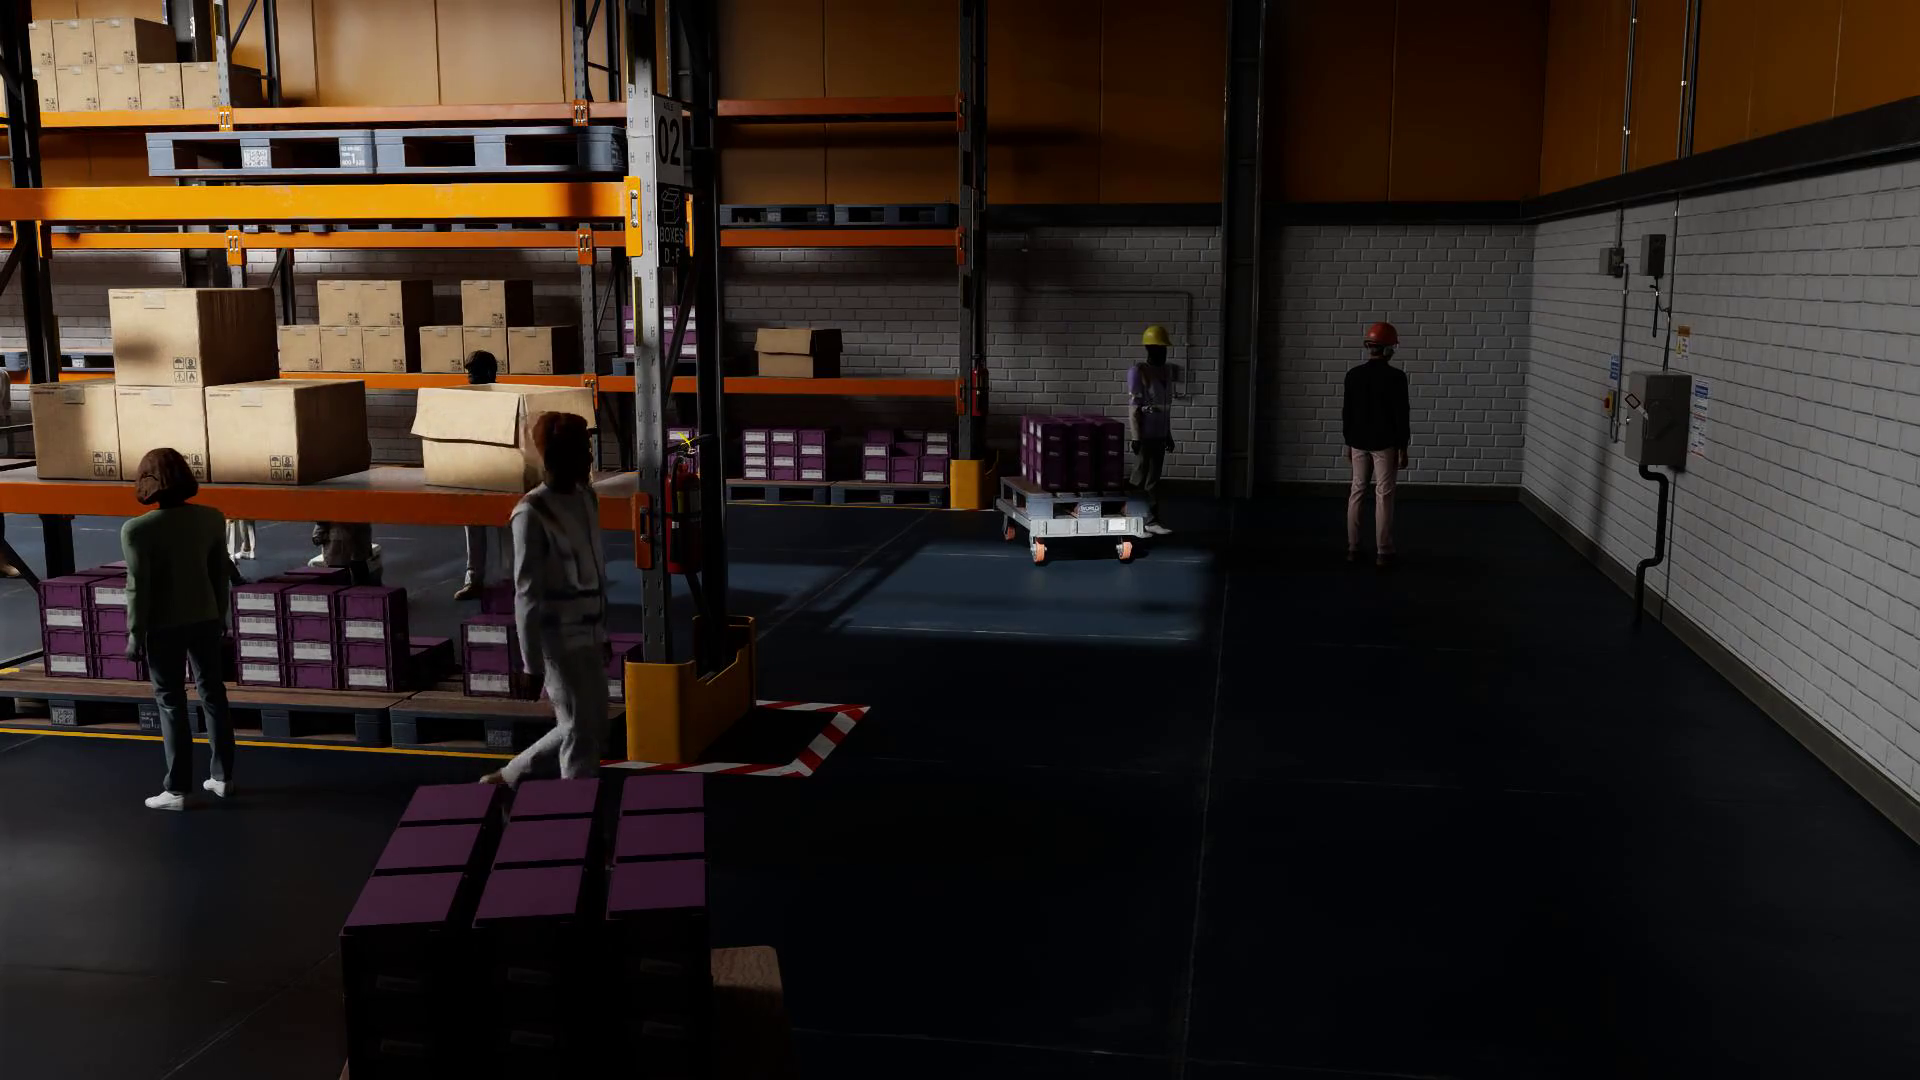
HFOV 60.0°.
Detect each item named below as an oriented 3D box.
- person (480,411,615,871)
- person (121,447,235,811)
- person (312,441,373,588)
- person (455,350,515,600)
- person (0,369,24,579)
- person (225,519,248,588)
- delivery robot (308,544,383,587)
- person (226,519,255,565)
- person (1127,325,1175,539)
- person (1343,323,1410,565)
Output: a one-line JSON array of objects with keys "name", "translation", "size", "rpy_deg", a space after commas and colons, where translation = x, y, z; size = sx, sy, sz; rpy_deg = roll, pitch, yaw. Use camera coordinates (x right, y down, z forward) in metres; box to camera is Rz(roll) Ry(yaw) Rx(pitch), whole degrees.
[{"name": "person", "translation": [-1.639, 0.407, 6.704], "size": [0.651, 1.867, 0.589], "rpy_deg": [2, 9, 11]}, {"name": "person", "translation": [-3.509, 0.397, 7.481], "size": [0.286, 1.633, 0.499], "rpy_deg": [5, 11, 30]}, {"name": "person", "translation": [-3.907, -0.123, 10.513], "size": [0.318, 1.697, 0.535], "rpy_deg": [2, 9, 11]}, {"name": "person", "translation": [-3.475, -0.466, 12.190], "size": [0.633, 1.843, 0.429], "rpy_deg": [2, 9, 13]}, {"name": "person", "translation": [-7.557, -0.676, 12.873], "size": [0.376, 2.043, 0.609], "rpy_deg": [3, 10, 19]}, {"name": "person", "translation": [-5.003, -0.316, 11.020], "size": [0.561, 1.918, 0.469], "rpy_deg": [4, 10, 23]}, {"name": "delivery robot", "translation": [-4.378, 0.183, 11.854], "size": [0.477, 0.478, 0.707], "rpy_deg": [0, 9, -4]}, {"name": "person", "translation": [-6.047, -0.615, 13.731], "size": [0.308, 1.645, 0.514], "rpy_deg": [3, 10, 18]}, {"name": "person", "translation": [1.753, -0.984, 15.136], "size": [0.370, 1.929, 0.585], "rpy_deg": [8, 12, 41]}, {"name": "person", "translation": [3.443, -0.790, 13.731], "size": [0.382, 1.995, 0.612], "rpy_deg": [-9, 12, -43]}]
